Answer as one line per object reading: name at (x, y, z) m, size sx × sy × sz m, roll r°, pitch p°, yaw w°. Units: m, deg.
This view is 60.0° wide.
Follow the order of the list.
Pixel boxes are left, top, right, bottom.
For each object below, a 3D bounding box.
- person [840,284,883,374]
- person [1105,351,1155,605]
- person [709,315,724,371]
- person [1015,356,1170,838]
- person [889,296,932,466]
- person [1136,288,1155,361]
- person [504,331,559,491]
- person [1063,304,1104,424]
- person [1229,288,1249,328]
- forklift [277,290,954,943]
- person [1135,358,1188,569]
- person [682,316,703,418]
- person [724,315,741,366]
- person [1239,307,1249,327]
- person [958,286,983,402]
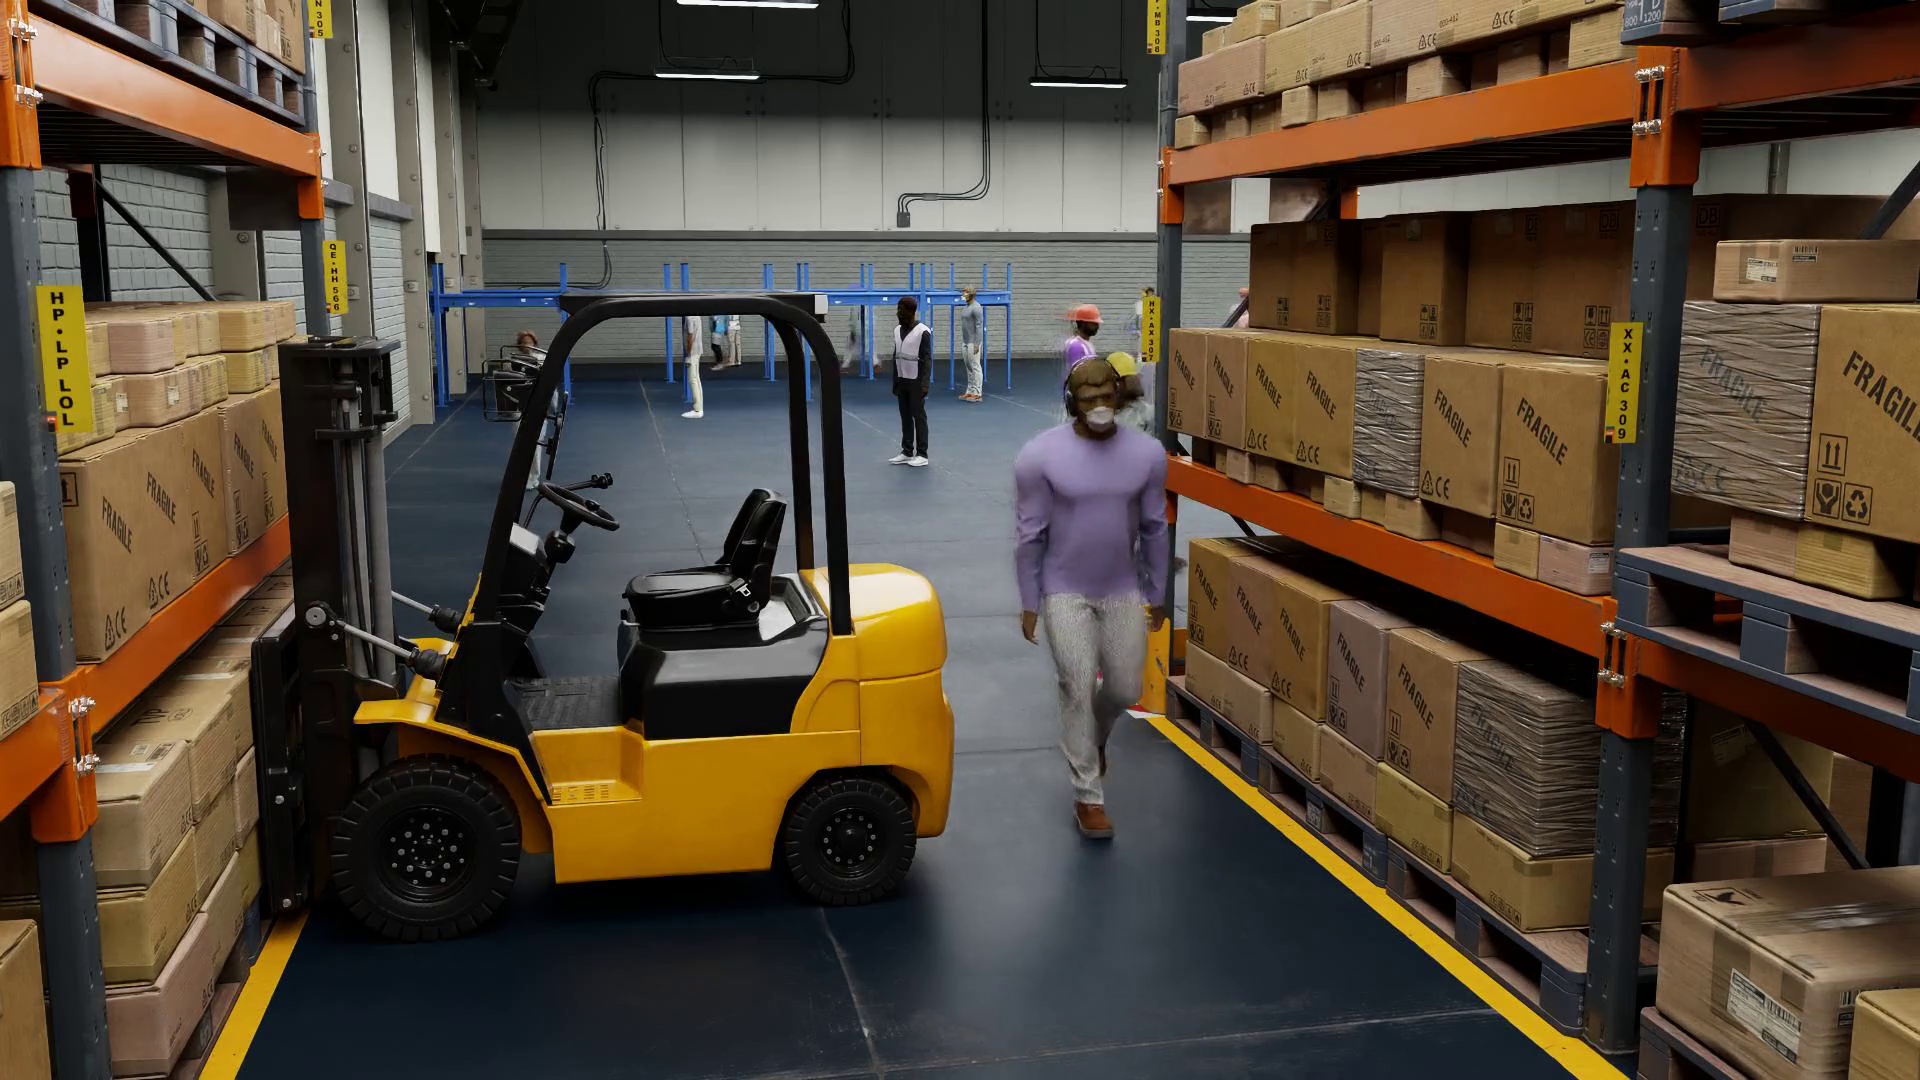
person at (-2.132, -4.489, 35.358) m, size 1.008 × 1.904 × 0.610 m, roll -1°, pitch 9°, yaw -3°
person at (0.987, -0.308, 10.364) m, size 0.491 × 1.729 × 0.403 m, roll 4°, pitch 10°, yaw 25°
person at (-5.299, -4.526, 36.181) m, size 0.321 × 1.698 × 0.548 m, roll 1°, pitch 9°, yaw 3°
person at (0.508, 0.201, 6.732) m, size 0.641 × 1.912 × 0.638 m, roll -2°, pitch 10°, yaw -12°
person at (-0.546, -1.813, 18.973) m, size 0.369 × 1.915 × 0.597 m, roll -8°, pitch 12°, yaw -40°
person at (3.995, -4.491, 35.652) m, size 0.525 × 1.807 × 1.013 m, roll -1°, pitch 9°, yaw -5°
person at (-4.300, -1.292, 16.755) m, size 0.514 × 1.606 × 0.753 m, roll -5°, pitch 10°, yaw -26°
person at (1.220, -1.440, 16.816) m, size 1.018 × 1.887 × 0.557 m, roll 4°, pitch 10°, yaw 23°
person at (5.242, -3.669, 30.404) m, size 0.676 × 1.878 × 0.739 m, roll -1°, pitch 9°, yaw -8°
forklift at (-1.179, 0.175, 6.143) m, size 2.313 × 2.155 × 1.214 m, roll -2°, pitch 10°, yaw -12°
person at (1.417, -0.736, 12.341) m, size 0.524 × 1.936 × 0.625 m, roll 2°, pitch 9°, yaw 11°
person at (-4.043, -2.778, 25.043) m, size 0.328 × 1.865 × 0.516 m, roll 0°, pitch 9°, yaw 2°
person at (-5.182, -4.790, 37.954) m, size 0.309 × 1.645 × 0.514 m, roll 6°, pitch 11°, yaw 31°
person at (4.930, -3.255, 28.224) m, size 0.533 × 1.768 × 0.310 m, roll -5°, pitch 11°, yaw -28°
person at (0.191, -3.302, 27.986) m, size 0.355 × 1.937 × 0.635 m, roll -4°, pitch 10°, yaw -21°
